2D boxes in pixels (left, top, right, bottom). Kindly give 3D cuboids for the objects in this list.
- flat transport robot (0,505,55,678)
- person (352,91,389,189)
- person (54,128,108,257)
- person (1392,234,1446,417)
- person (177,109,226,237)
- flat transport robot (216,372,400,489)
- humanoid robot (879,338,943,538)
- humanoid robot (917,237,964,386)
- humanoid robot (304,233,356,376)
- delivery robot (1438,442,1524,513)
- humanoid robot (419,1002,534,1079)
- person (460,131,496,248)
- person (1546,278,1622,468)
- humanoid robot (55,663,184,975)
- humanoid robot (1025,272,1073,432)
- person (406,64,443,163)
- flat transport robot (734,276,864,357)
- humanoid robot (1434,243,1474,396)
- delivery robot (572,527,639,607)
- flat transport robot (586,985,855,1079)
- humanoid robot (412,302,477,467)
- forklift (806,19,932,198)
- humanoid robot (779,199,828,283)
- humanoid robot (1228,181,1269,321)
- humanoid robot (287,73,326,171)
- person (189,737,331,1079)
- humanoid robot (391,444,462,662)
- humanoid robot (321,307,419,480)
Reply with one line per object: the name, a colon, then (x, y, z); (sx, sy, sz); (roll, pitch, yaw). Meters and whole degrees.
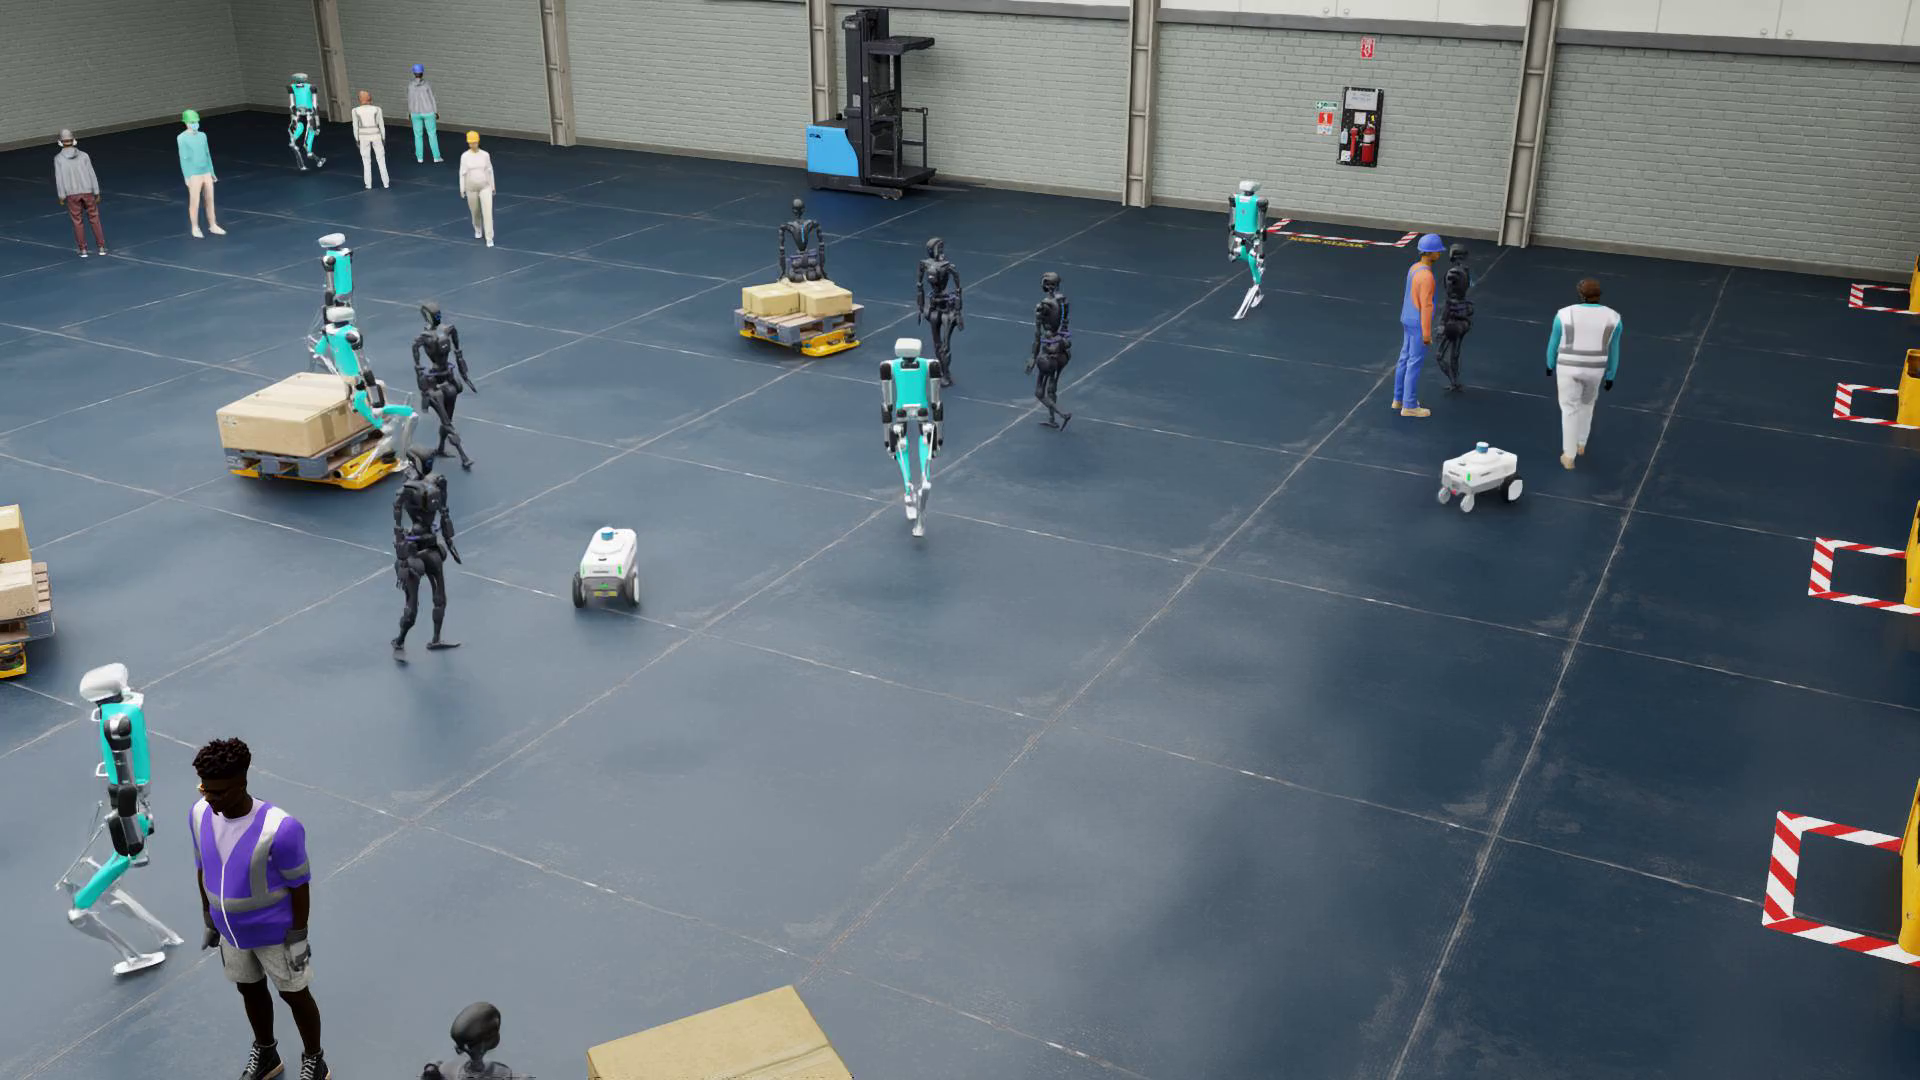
flat transport robot: (-7.448, 0.727, 12.471); (0.659, 0.231, 1.431); (-12, 26, -26)
person: (-10.012, -6.792, 28.251); (0.509, 1.630, 0.314); (-9, 25, -19)
person: (-12.585, -4.958, 23.752); (0.540, 1.810, 0.375); (-14, 27, -30)
person: (4.778, -2.241, 17.302); (0.371, 1.908, 0.525); (-2, 23, -5)
person: (-11.417, -5.498, 24.944); (0.362, 1.883, 0.523); (14, 27, 29)
flat transport robot: (-6.159, -0.741, 15.887); (1.431, 0.231, 0.659); (7, 24, 15)
humanoid robot: (-0.407, -0.794, 14.199); (0.547, 1.754, 1.036); (-1, 23, -1)
humanoid robot: (-0.209, -2.532, 18.291); (0.603, 1.630, 0.517); (14, 27, 29)
humanoid robot: (-6.957, -2.416, 17.976); (0.903, 1.803, 0.551); (2, 23, 6)
delivery robot: (4.764, -0.594, 15.207); (0.797, 0.614, 0.499); (-15, 28, -31)
humanoid robot: (-1.844, 2.530, 6.504); (0.607, 1.647, 0.312); (5, 24, 11)
person: (-7.108, -5.213, 24.531); (0.487, 1.663, 0.830); (-6, 24, -14)
person: (5.969, -1.646, 16.047); (0.628, 1.807, 0.780); (3, 23, 8)
humanoid robot: (-4.508, 1.528, 8.758); (0.720, 1.795, 0.567); (-9, 25, -20)
humanoid robot: (0.988, -1.897, 16.801); (0.516, 1.638, 0.600); (17, 29, 35)
person: (-9.806, -7.782, 30.370); (0.541, 1.776, 0.355); (-2, 23, -4)
flat transport robot: (-1.929, -2.474, 19.922); (1.431, 0.231, 0.659); (20, 30, 39)
humanoid robot: (5.355, -2.385, 17.931); (0.356, 1.646, 0.603); (16, 28, 33)
delivery robot: (-2.812, 0.186, 13.349); (0.499, 0.580, 0.766); (0, 23, -1)
flat transport robot: (-0.885, 3.161, 6.803); (0.659, 0.231, 1.431); (-1, 23, -2)
humanoid robot: (-4.920, -1.495, 15.914); (0.748, 1.623, 0.620); (15, 28, 31)
forklift: (-1.573, -7.292, 27.850); (1.873, 2.768, 1.129); (12, 26, 25)
humanoid robot: (-1.885, -3.267, 20.001); (0.597, 1.648, 0.369); (-7, 24, -15)
humanoid robot: (3.732, -3.673, 20.914); (0.533, 1.773, 1.015); (18, 29, 36)
humanoid robot: (-11.588, -7.302, 29.302); (0.534, 1.732, 1.048); (1, 23, 3)
person: (-3.310, 1.802, 7.819); (0.603, 1.966, 0.368); (7, 24, 15)
humanoid robot: (-3.996, 0.076, 12.213); (0.452, 1.648, 0.601); (10, 25, 22)
humanoid robot: (-5.409, -1.374, 15.486); (0.545, 1.733, 0.922); (18, 29, 36)
